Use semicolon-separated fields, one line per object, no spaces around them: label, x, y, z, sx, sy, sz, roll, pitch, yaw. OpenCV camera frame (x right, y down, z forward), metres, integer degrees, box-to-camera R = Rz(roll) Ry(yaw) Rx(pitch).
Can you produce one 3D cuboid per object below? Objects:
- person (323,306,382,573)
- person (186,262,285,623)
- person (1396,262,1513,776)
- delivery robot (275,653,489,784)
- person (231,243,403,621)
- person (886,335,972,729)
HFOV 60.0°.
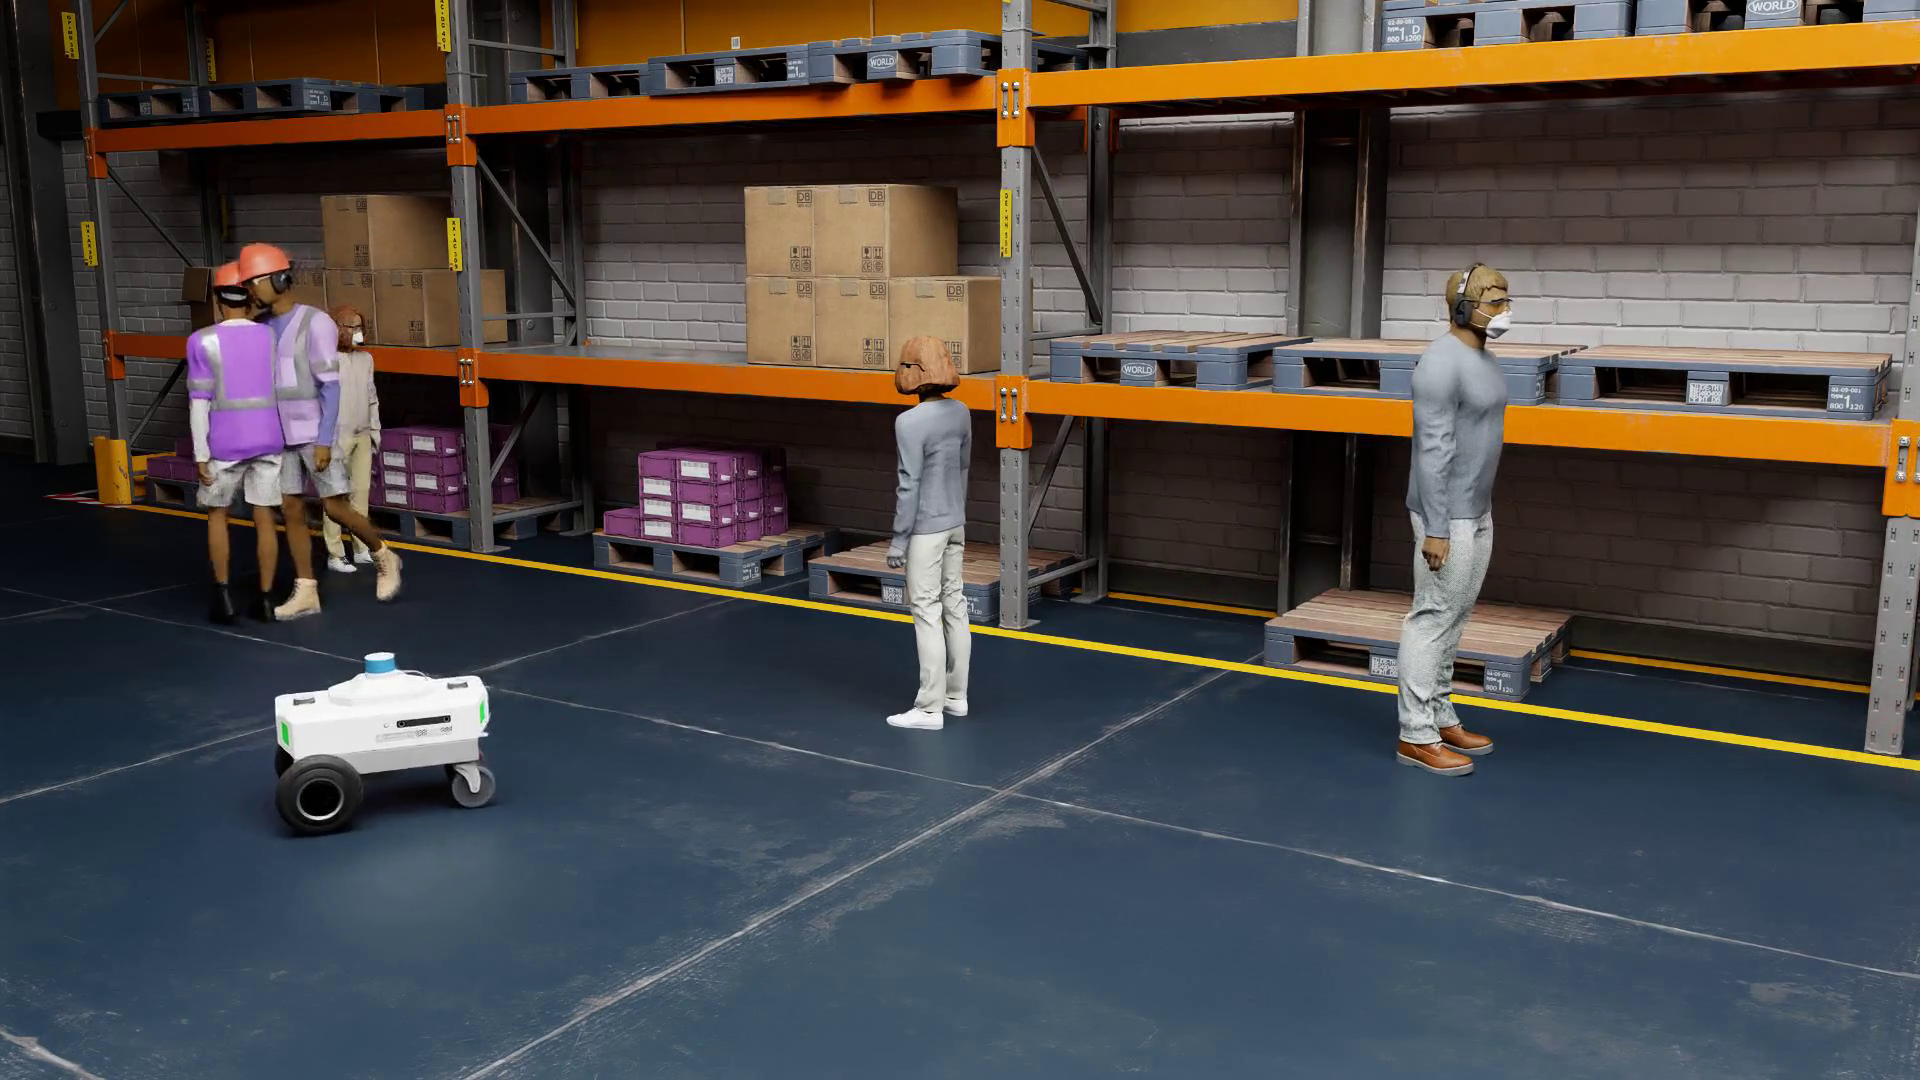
person;-3.751;-0.621;10.223;0.278;1.628;0.499;5;11;25
person;-3.797;-0.501;8.797;0.556;1.904;0.502;-8;13;-37
person;1.902;-0.086;6.388;0.354;1.937;0.635;7;12;32
delivery robot;-2.045;0.644;5.911;0.707;0.478;0.477;-4;11;-22
person;-3.474;-0.581;8.951;0.623;2.012;0.754;5;11;24
person;-0.130;-0.029;6.917;0.280;1.634;0.498;6;12;30
